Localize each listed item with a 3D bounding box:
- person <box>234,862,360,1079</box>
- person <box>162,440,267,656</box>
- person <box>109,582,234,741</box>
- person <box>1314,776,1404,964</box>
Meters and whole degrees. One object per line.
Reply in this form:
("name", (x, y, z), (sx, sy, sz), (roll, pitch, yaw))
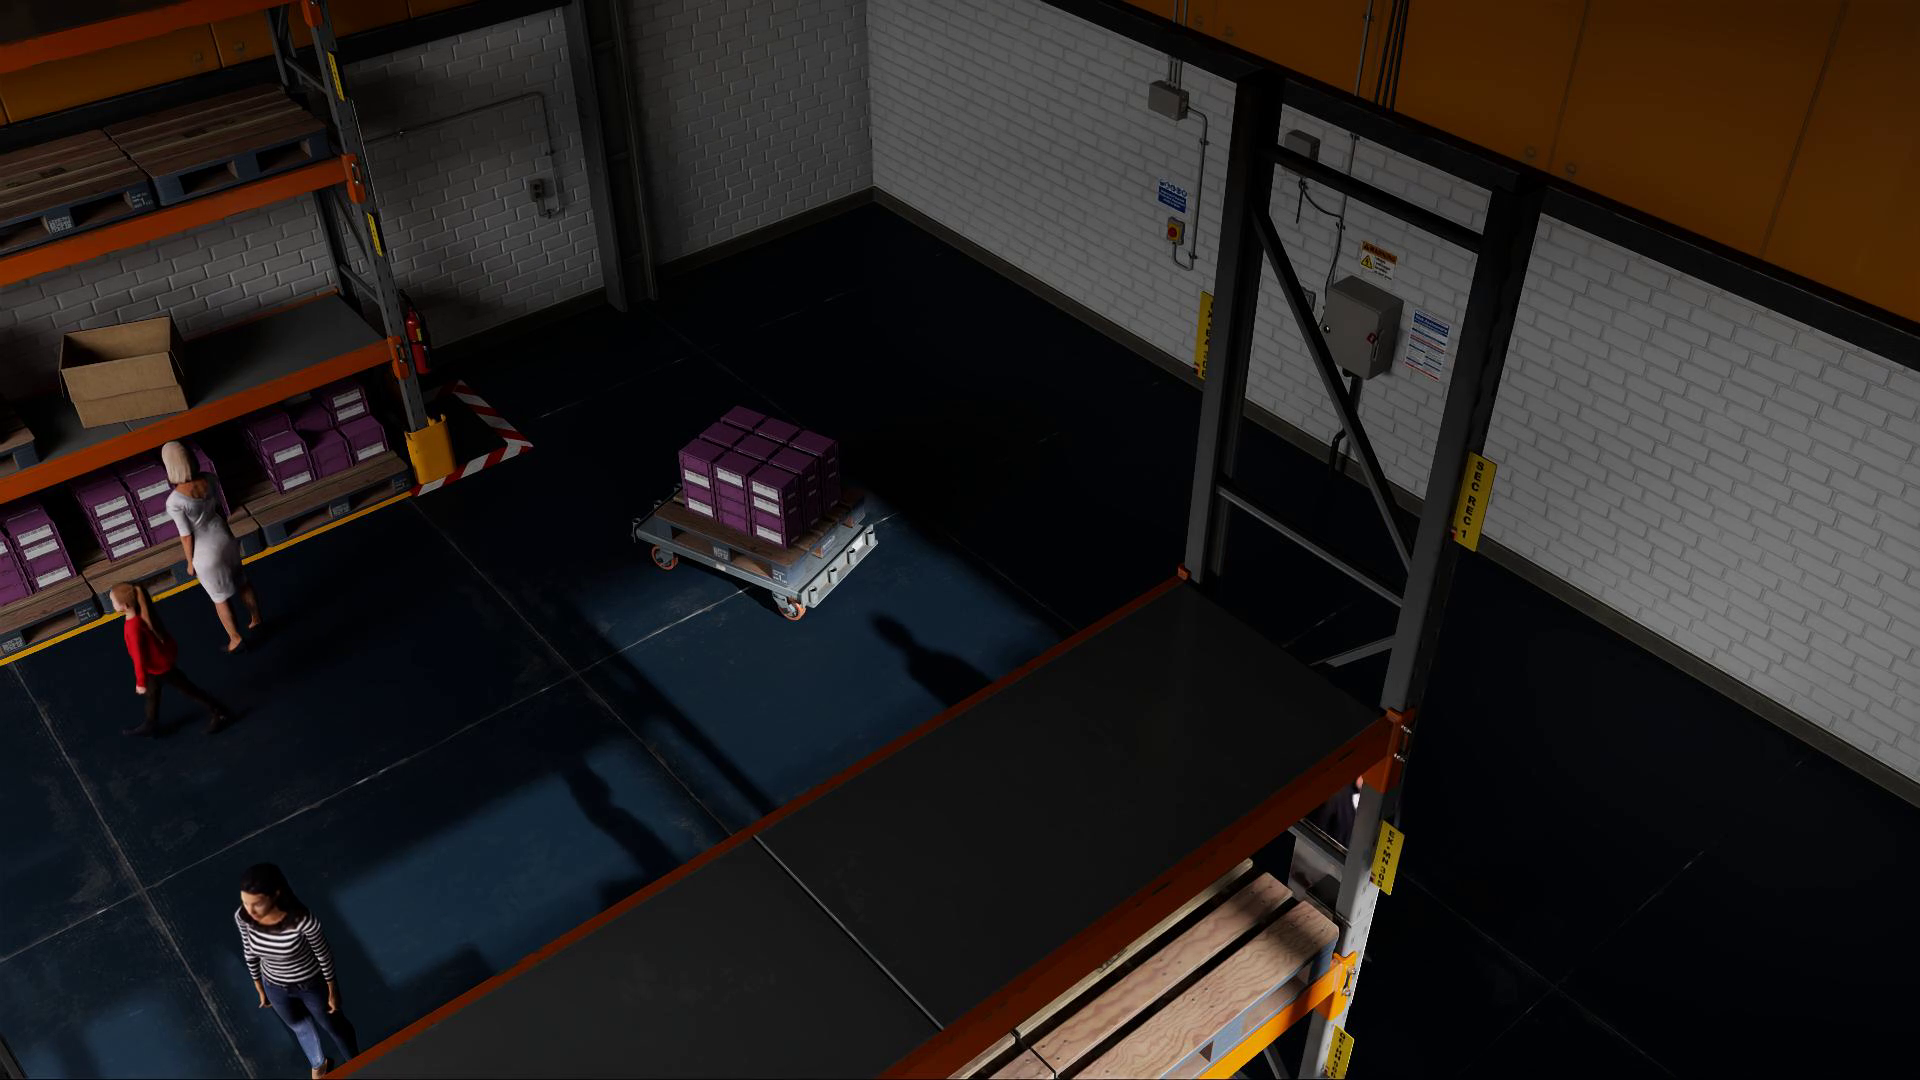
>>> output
("person", (-3.379, 2.282, 8.529), (0.624, 1.797, 0.689), (2, 39, 3))
("person", (-5.106, 0.052, 11.359), (0.699, 1.751, 0.581), (15, 41, 18))
("person", (-5.154, 0.793, 10.835), (0.995, 1.247, 0.780), (-14, 41, -17))
("person", (2.120, 1.667, 8.867), (0.796, 1.775, 0.805), (-6, 39, -7))
